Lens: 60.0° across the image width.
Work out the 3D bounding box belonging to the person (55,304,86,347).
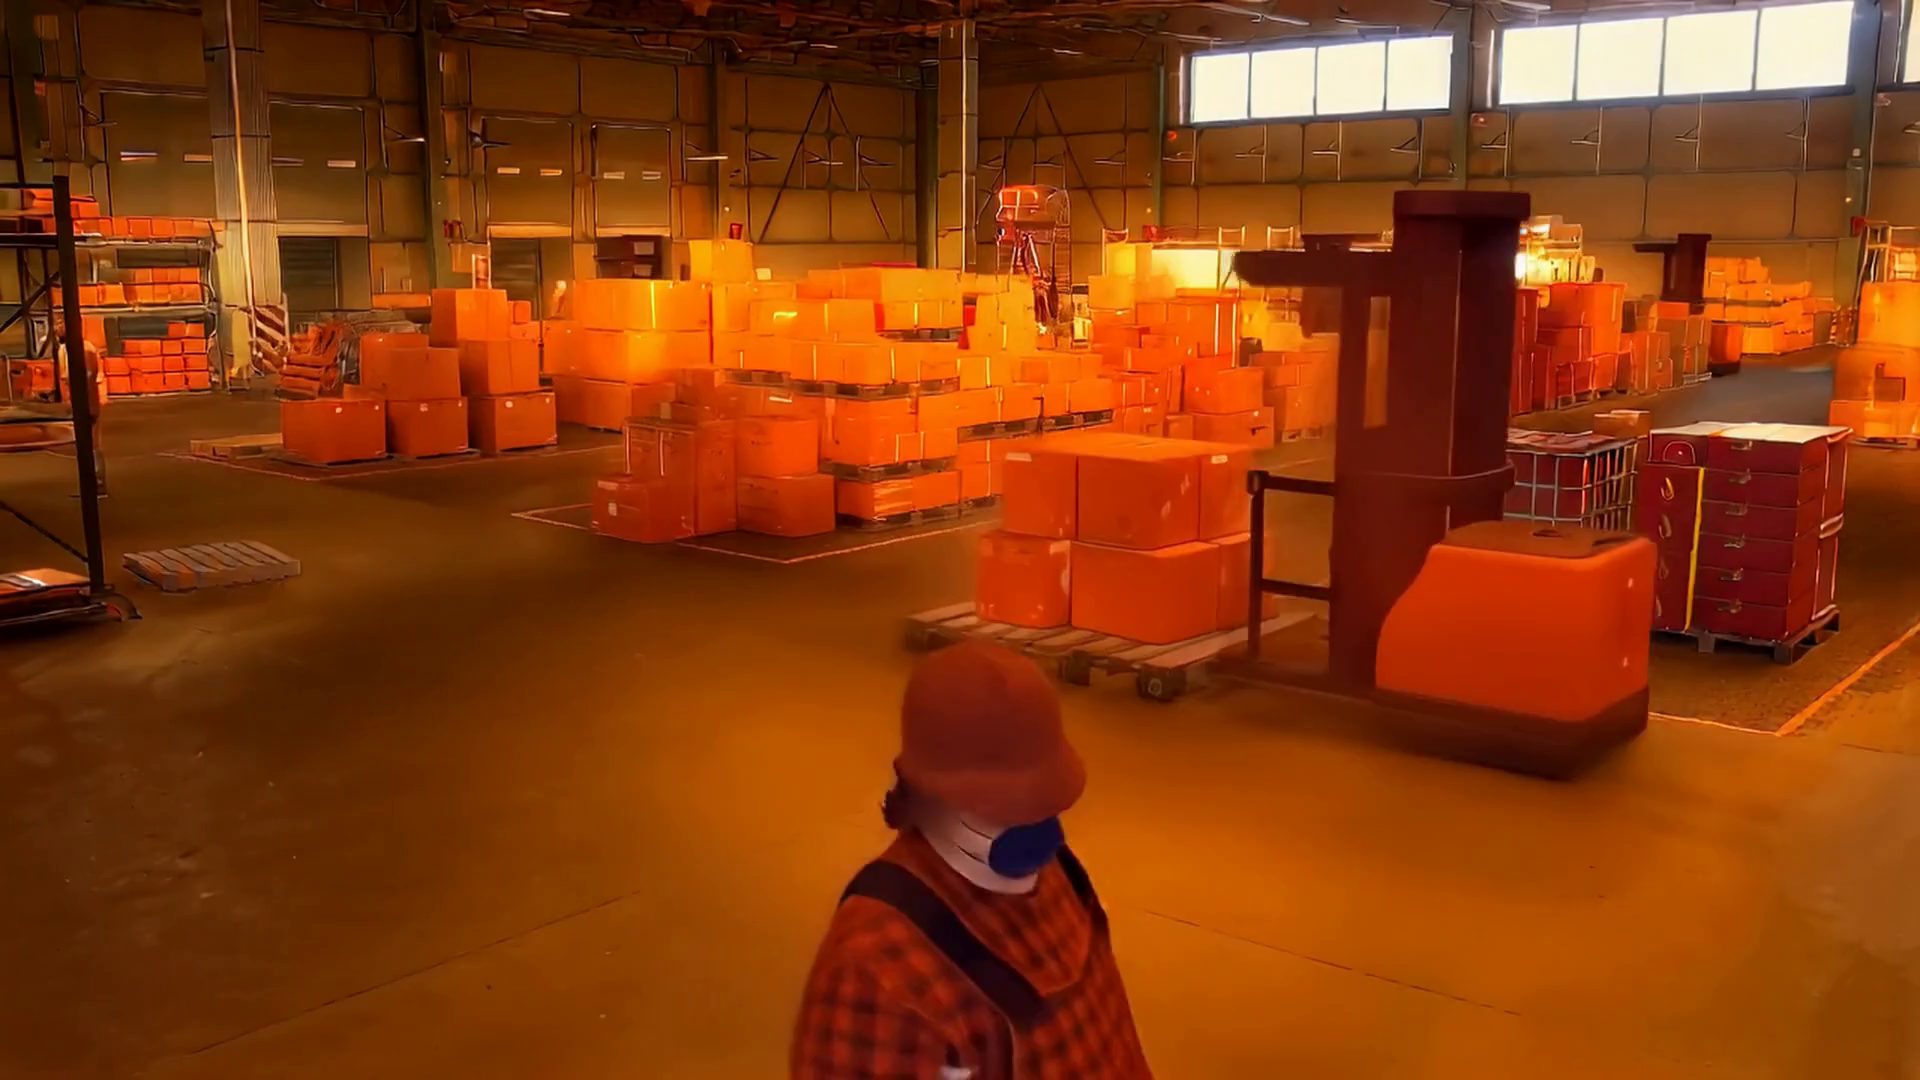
[{"bbox_3d":[-17.428,-4.111,32.586,0.556,1.913,0.639,-4,11,-20],"label":"person"}]

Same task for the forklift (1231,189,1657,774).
[{"bbox_3d":[2.546,-0.391,8.616,1.873,2.768,1.129,8,13,40],"label":"forklift"}]

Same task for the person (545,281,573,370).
[{"bbox_3d":[-7.996,-4.232,33.315,0.648,1.894,0.396,3,10,15],"label":"person"}]

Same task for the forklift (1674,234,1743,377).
[{"bbox_3d":[14.524,-4.692,33.105,1.873,2.768,1.129,8,13,40],"label":"forklift"}]

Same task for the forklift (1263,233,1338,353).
[{"bbox_3d":[7.068,-4.656,32.901,1.873,2.768,1.129,8,13,40],"label":"forklift"}]

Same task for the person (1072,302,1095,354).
[{"bbox_3d":[2.099,-3.230,28.320,0.314,1.636,0.516,-7,12,-35],"label":"person"}]

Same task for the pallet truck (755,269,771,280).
[{"bbox_3d":[-4.996,-6.432,45.525,1.885,1.965,0.823,-6,12,-32],"label":"pallet truck"}]

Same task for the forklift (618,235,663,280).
[{"bbox_3d":[-6.839,-5.178,35.876,1.129,2.768,1.873,4,11,23],"label":"forklift"}]

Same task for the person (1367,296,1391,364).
[{"bbox_3d":[7.545,-3.643,29.816,0.370,1.939,0.631,-8,13,-39],"label":"person"}]

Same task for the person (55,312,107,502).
[{"bbox_3d":[-8.882,-1.344,16.823,0.591,1.910,0.406,8,12,37],"label":"person"}]
